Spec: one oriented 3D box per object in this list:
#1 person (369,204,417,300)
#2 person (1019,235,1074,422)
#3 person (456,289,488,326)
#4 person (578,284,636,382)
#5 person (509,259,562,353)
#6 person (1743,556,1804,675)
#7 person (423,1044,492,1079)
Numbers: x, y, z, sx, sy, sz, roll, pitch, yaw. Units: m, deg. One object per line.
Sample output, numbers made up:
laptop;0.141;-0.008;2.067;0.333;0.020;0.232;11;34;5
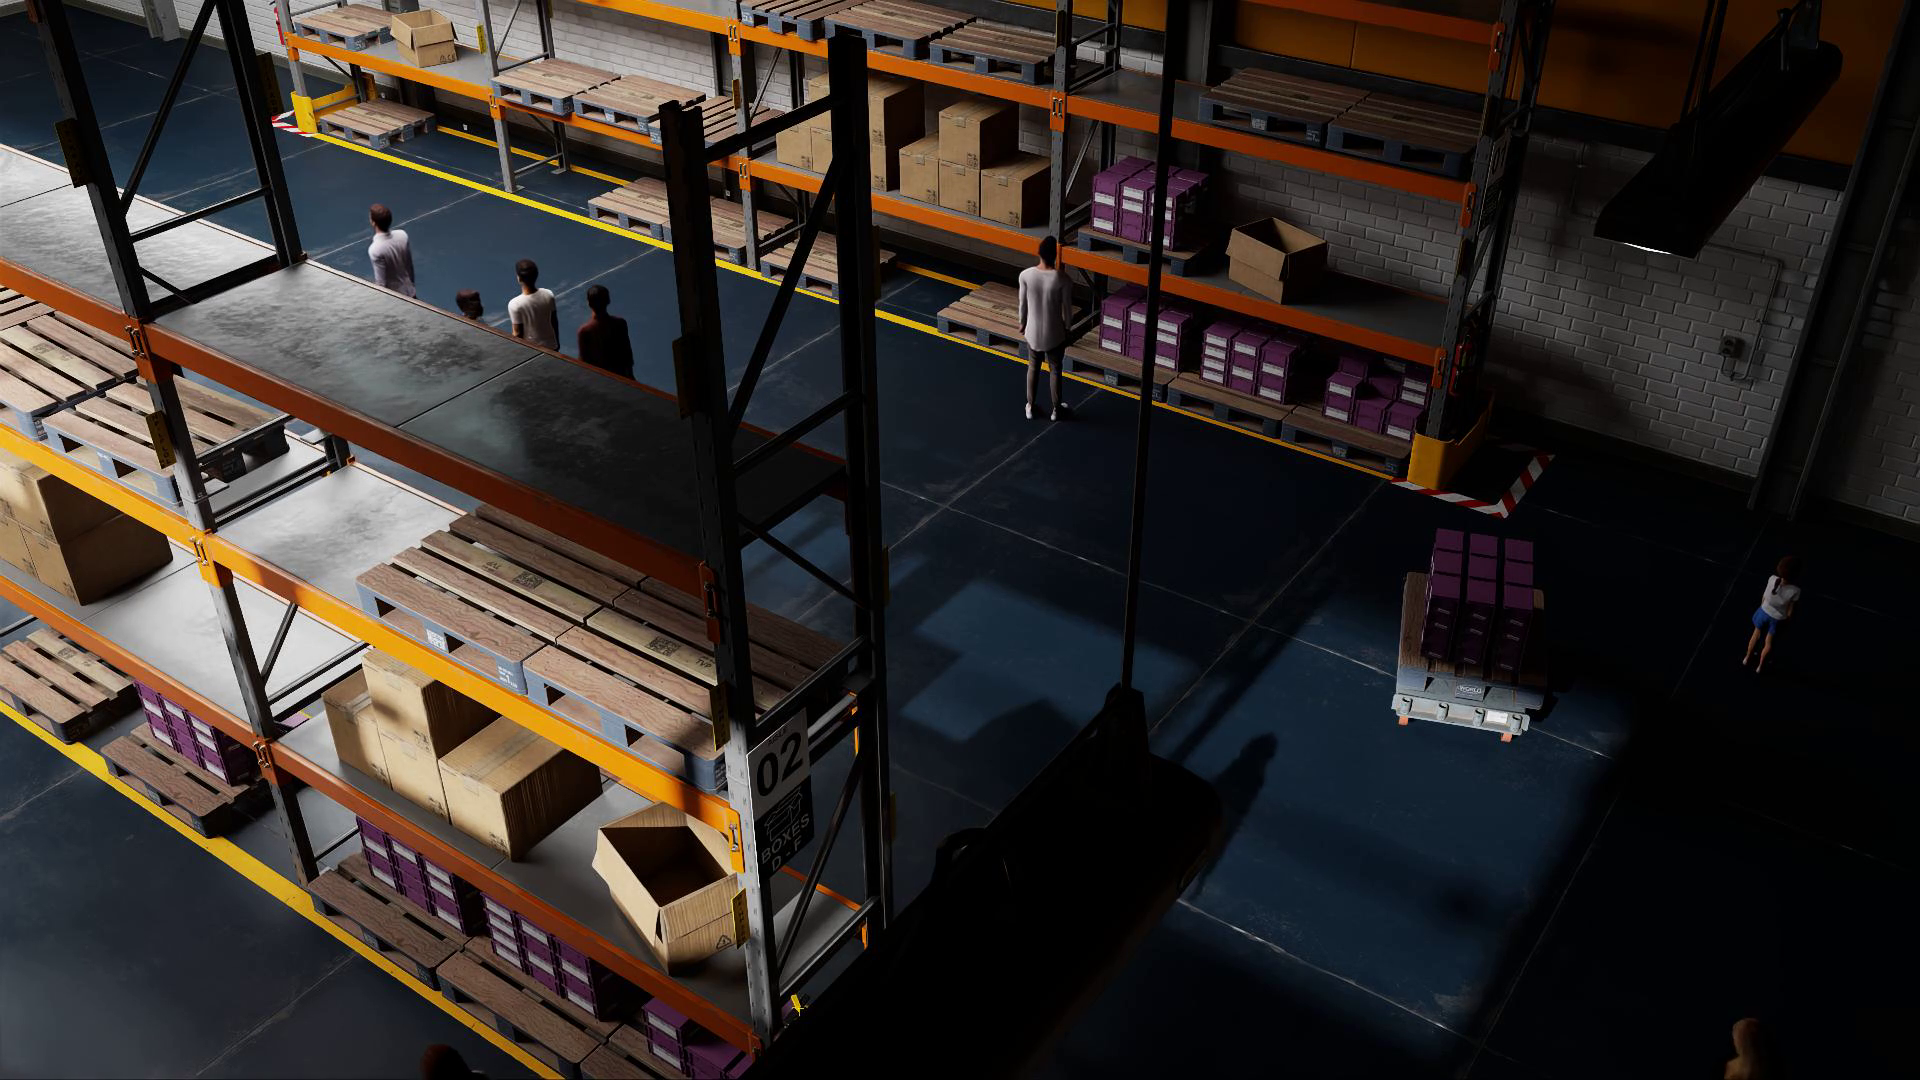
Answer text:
person;-5.457;-2.380;16.137;0.648;1.853;0.725;13;36;19
person;0.802;-1.985;15.554;0.621;1.839;0.790;9;35;13
person;-4.289;-1.355;14.614;0.999;1.832;0.889;4;34;6
person;-3.116;-1.432;14.777;0.718;1.779;0.671;-18;38;-25
person;-3.896;-1.792;15.371;0.586;1.722;0.657;29;43;36
person;6.107;0.547;12.486;0.520;1.020;0.423;-23;40;-30
person;-2.357;3.072;8.074;0.608;1.699;0.662;15;36;21
